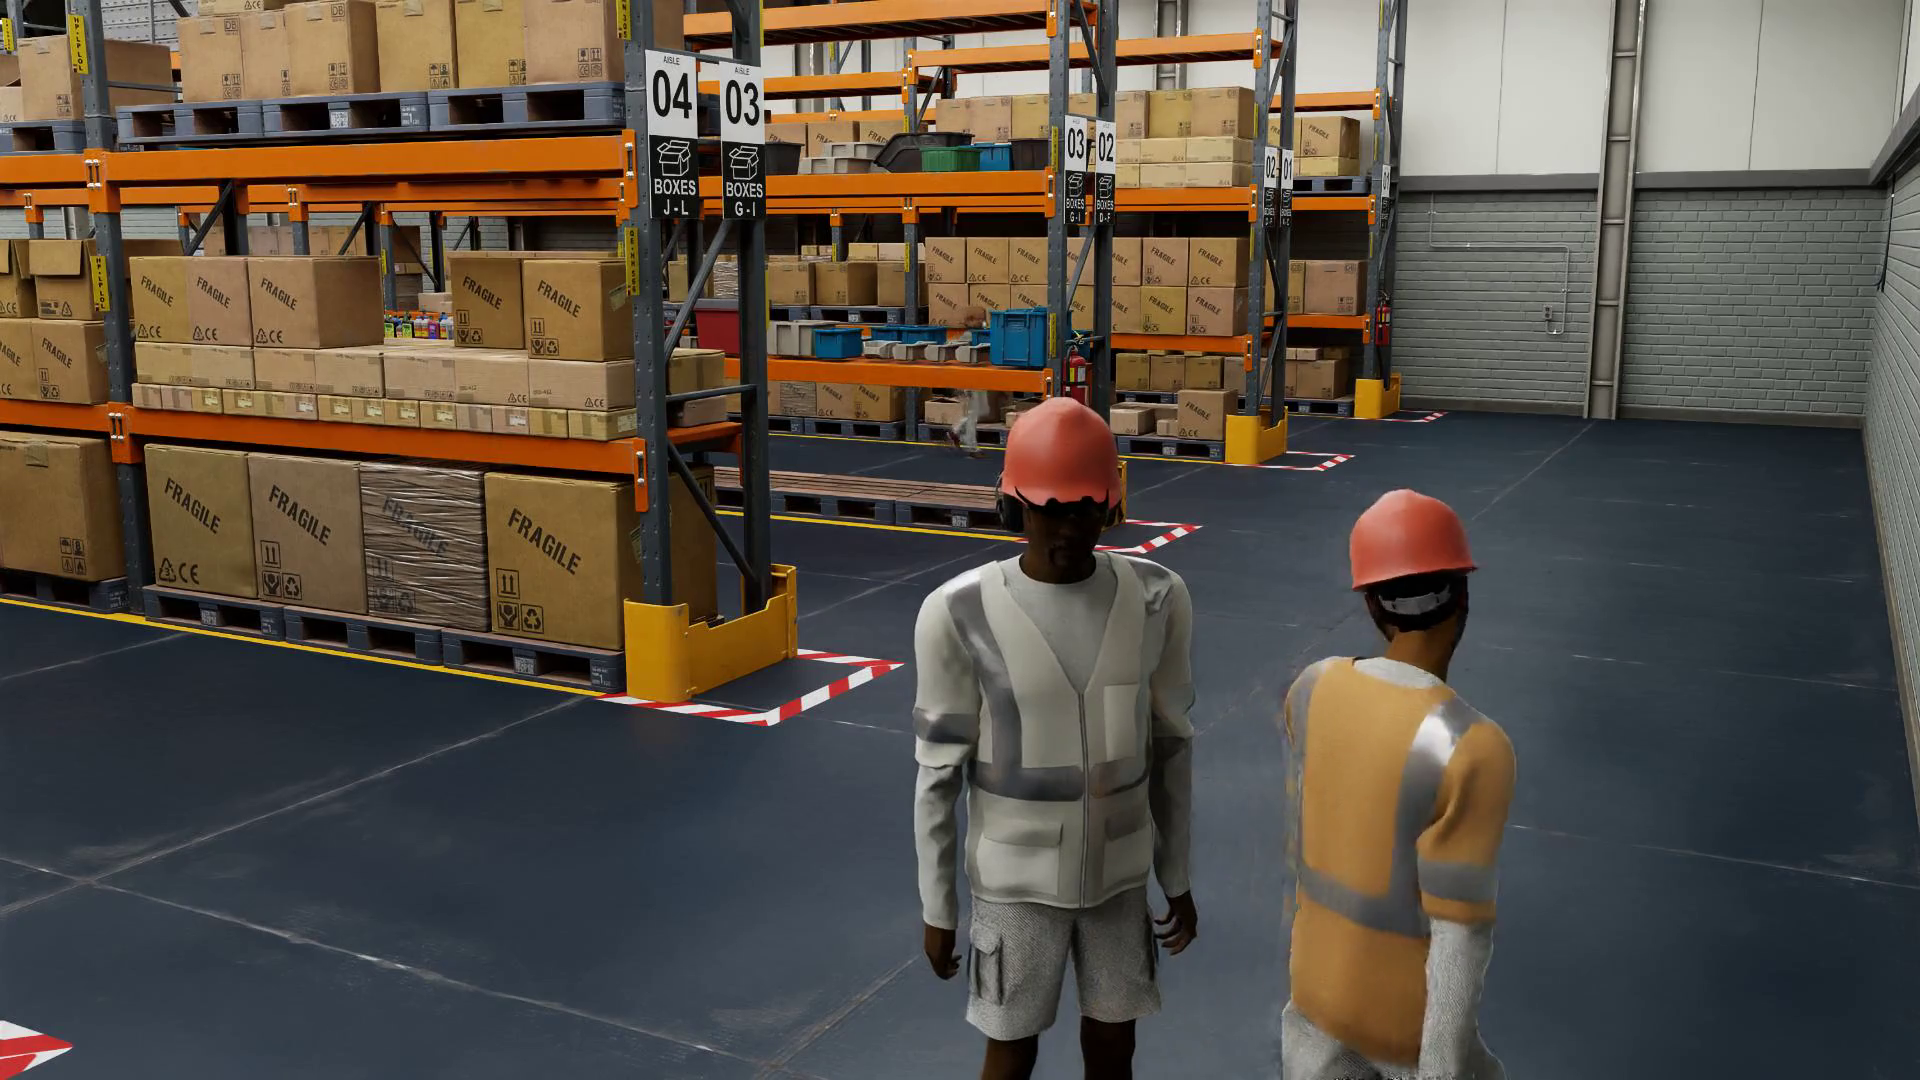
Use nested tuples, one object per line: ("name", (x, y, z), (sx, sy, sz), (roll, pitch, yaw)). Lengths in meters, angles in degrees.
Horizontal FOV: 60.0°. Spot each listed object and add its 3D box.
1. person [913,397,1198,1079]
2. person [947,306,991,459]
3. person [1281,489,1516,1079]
("person", (0.214, 0.709, 3.517), (0.613, 2.030, 0.404), (-3, 11, -16))
("person", (0.099, -1.659, 17.550), (0.455, 1.624, 0.509), (4, 11, 20))
("person", (0.893, 0.844, 3.185), (0.885, 1.882, 0.551), (-6, 12, -30))
